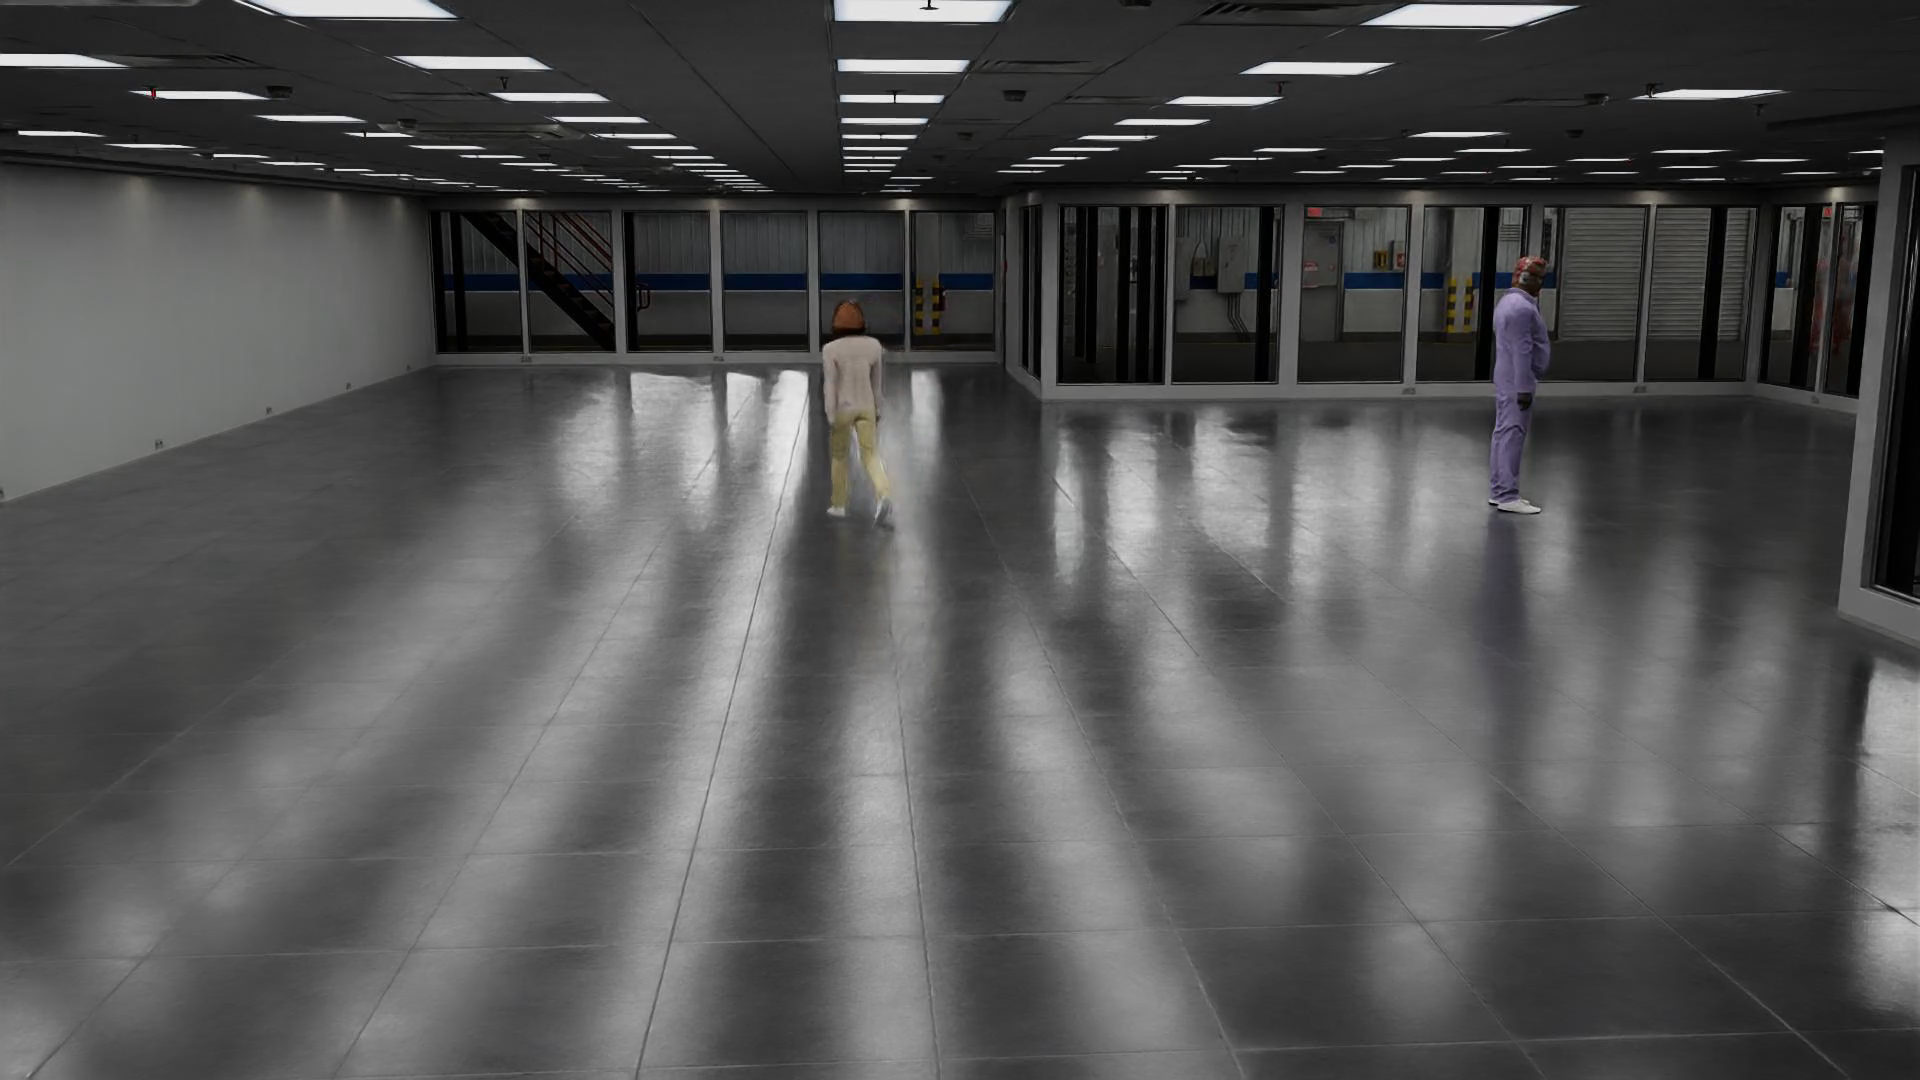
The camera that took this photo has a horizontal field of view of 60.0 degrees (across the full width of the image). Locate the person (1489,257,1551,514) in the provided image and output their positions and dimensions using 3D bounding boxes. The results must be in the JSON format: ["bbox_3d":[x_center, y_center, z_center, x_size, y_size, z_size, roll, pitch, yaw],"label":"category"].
[{"bbox_3d":[4.197,-1.160,12.459,0.407,1.902,0.640,2,11,8],"label":"person"}]

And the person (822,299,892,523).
[{"bbox_3d":[-0.748,-0.924,11.977,0.503,1.610,0.746,-6,12,-28],"label":"person"}]
